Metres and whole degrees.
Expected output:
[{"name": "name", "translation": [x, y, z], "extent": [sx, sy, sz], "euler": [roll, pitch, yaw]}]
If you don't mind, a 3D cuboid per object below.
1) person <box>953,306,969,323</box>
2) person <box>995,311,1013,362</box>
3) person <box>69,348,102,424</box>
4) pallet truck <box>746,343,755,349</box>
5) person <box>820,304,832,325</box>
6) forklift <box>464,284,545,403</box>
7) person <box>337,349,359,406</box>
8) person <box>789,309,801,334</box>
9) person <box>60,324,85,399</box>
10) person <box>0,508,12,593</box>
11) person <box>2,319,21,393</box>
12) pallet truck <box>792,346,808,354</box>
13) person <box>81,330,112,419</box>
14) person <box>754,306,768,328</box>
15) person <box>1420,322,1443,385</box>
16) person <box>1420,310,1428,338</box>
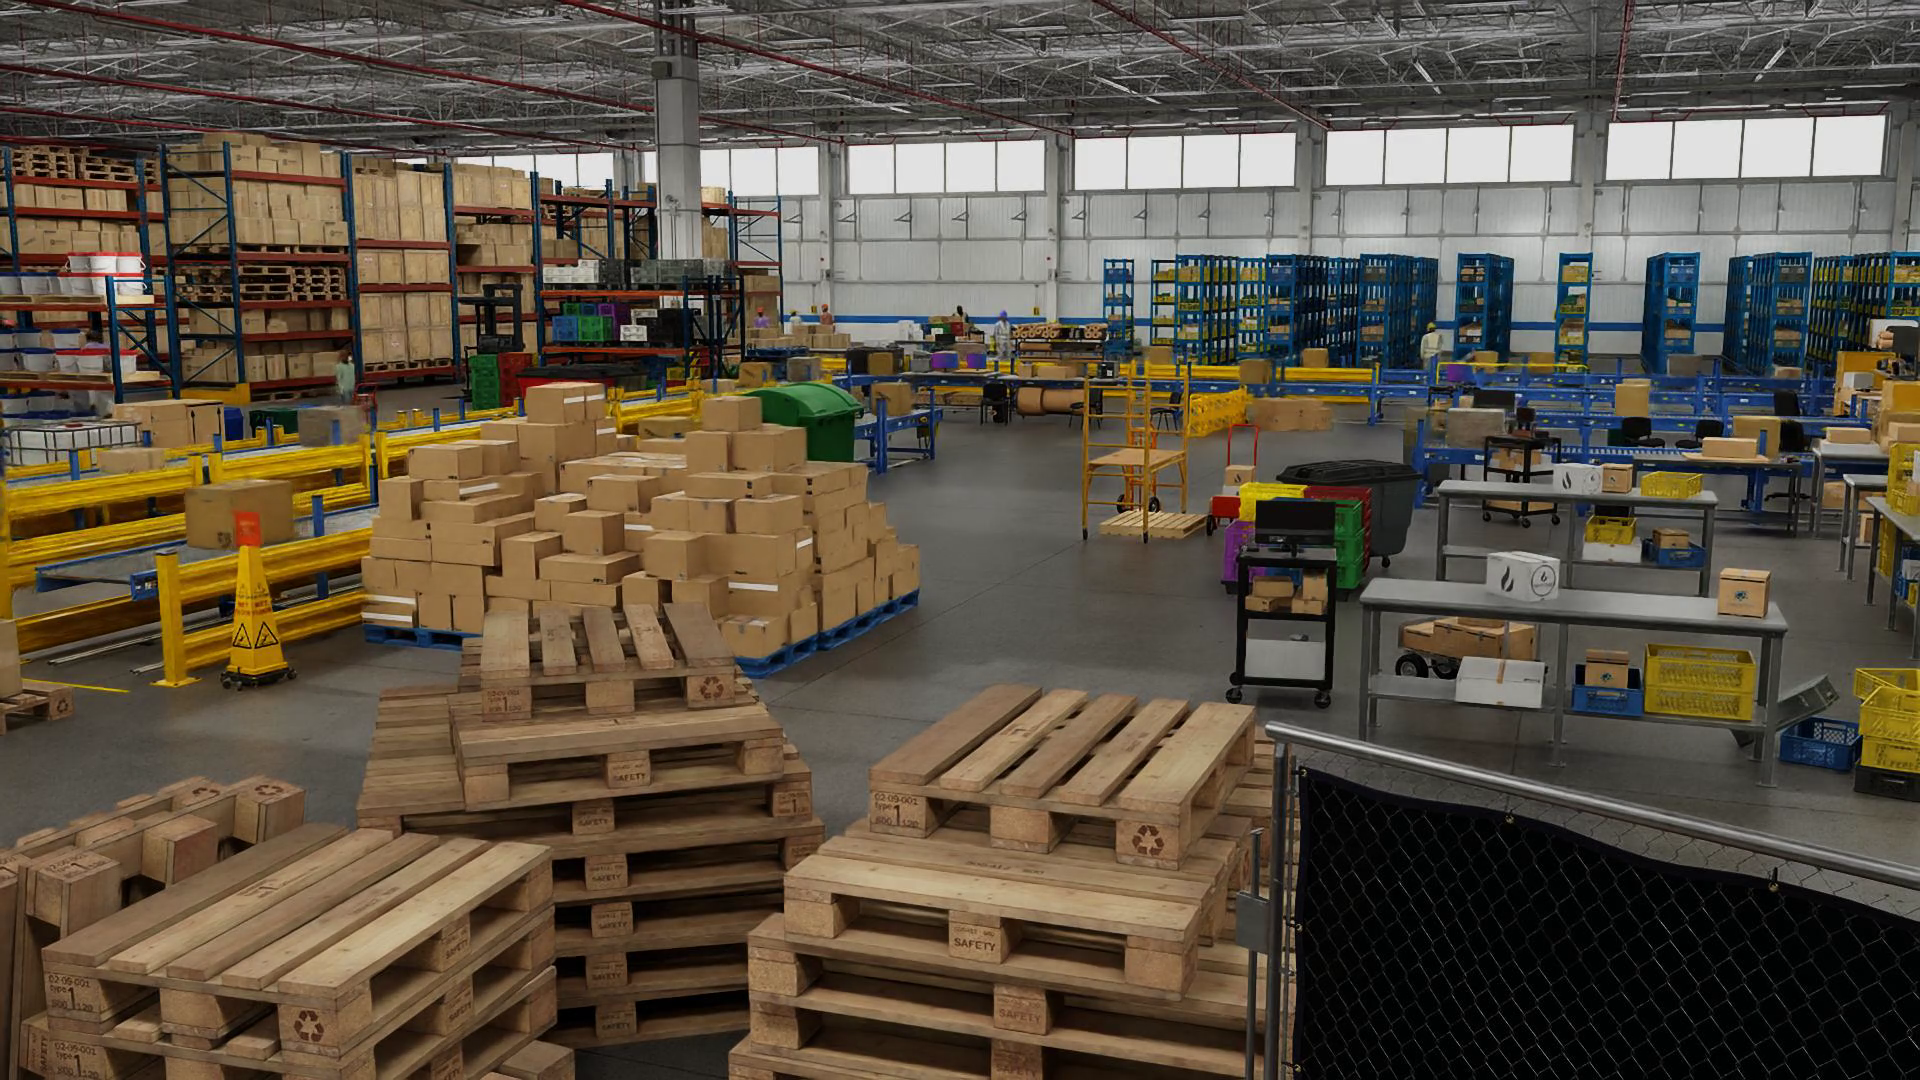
[{"name": "person", "translation": [0.058, -8.491, 66.783], "extent": [0.685, 1.824, 0.508], "euler": [0, 9, -3]}, {"name": "person", "translation": [1.445, -6.177, 51.934], "extent": [0.619, 1.900, 0.942], "euler": [-6, 11, -33]}, {"name": "person", "translation": [-15.086, -2.426, 28.745], "extent": [0.624, 1.778, 0.932], "euler": [3, 9, 15]}, {"name": "pallet truck", "translation": [-6.183, -4.618, 44.264], "extent": [1.601, 1.201, 0.680], "euler": [-9, 12, -43]}, {"name": "person", "translation": [-4.916, -7.629, 60.763], "extent": [0.380, 1.994, 0.618], "euler": [7, 12, 39]}, {"name": "forklift", "translation": [-10.832, -4.702, 39.610], "extent": [1.129, 2.768, 1.873], "euler": [3, 10, 20]}, {"name": "person", "translation": [-11.874, -2.892, 32.202], "extent": [0.394, 1.618, 0.505], "euler": [4, 10, 22]}, {"name": "person", "translation": [-6.434, -8.229, 65.342], "extent": [0.574, 1.726, 0.506], "euler": [-6, 11, -35]}, {"name": "person", "translation": [-21.815, -4.399, 40.948], "extent": [0.650, 1.857, 0.949], "euler": [2, 9, 12]}, {"name": "person", "translation": [-8.812, -0.222, 14.991], "extent": [0.538, 1.753, 0.559], "euler": [5, 10, 27]}, {"name": "person", "translation": [-22.879, -4.286, 39.829], "extent": [0.950, 1.988, 0.619], "euler": [-2, 9, -12]}, {"name": "pallet truck", "translation": [-3.705, -4.298, 42.022], "extent": [0.653, 1.274, 1.630], "euler": [3, 10, 20]}, {"name": "person", "translation": [-18.266, -3.482, 35.118], "extent": [1.055, 1.883, 0.634], "euler": [2, 9, 11]}, {"name": "person", "translation": [-7.136, -7.444, 59.831], "extent": [0.555, 1.922, 0.722], "euler": [4, 10, 22]}, {"name": "person", "translation": [12.497, -4.867, 44.047], "extent": [0.594, 1.799, 0.713], "euler": [1, 9, 3]}, {"name": "person", "translation": [16.537, -7.280, 59.171], "extent": [0.930, 1.812, 0.588], "euler": [2, 9, 12]}]
